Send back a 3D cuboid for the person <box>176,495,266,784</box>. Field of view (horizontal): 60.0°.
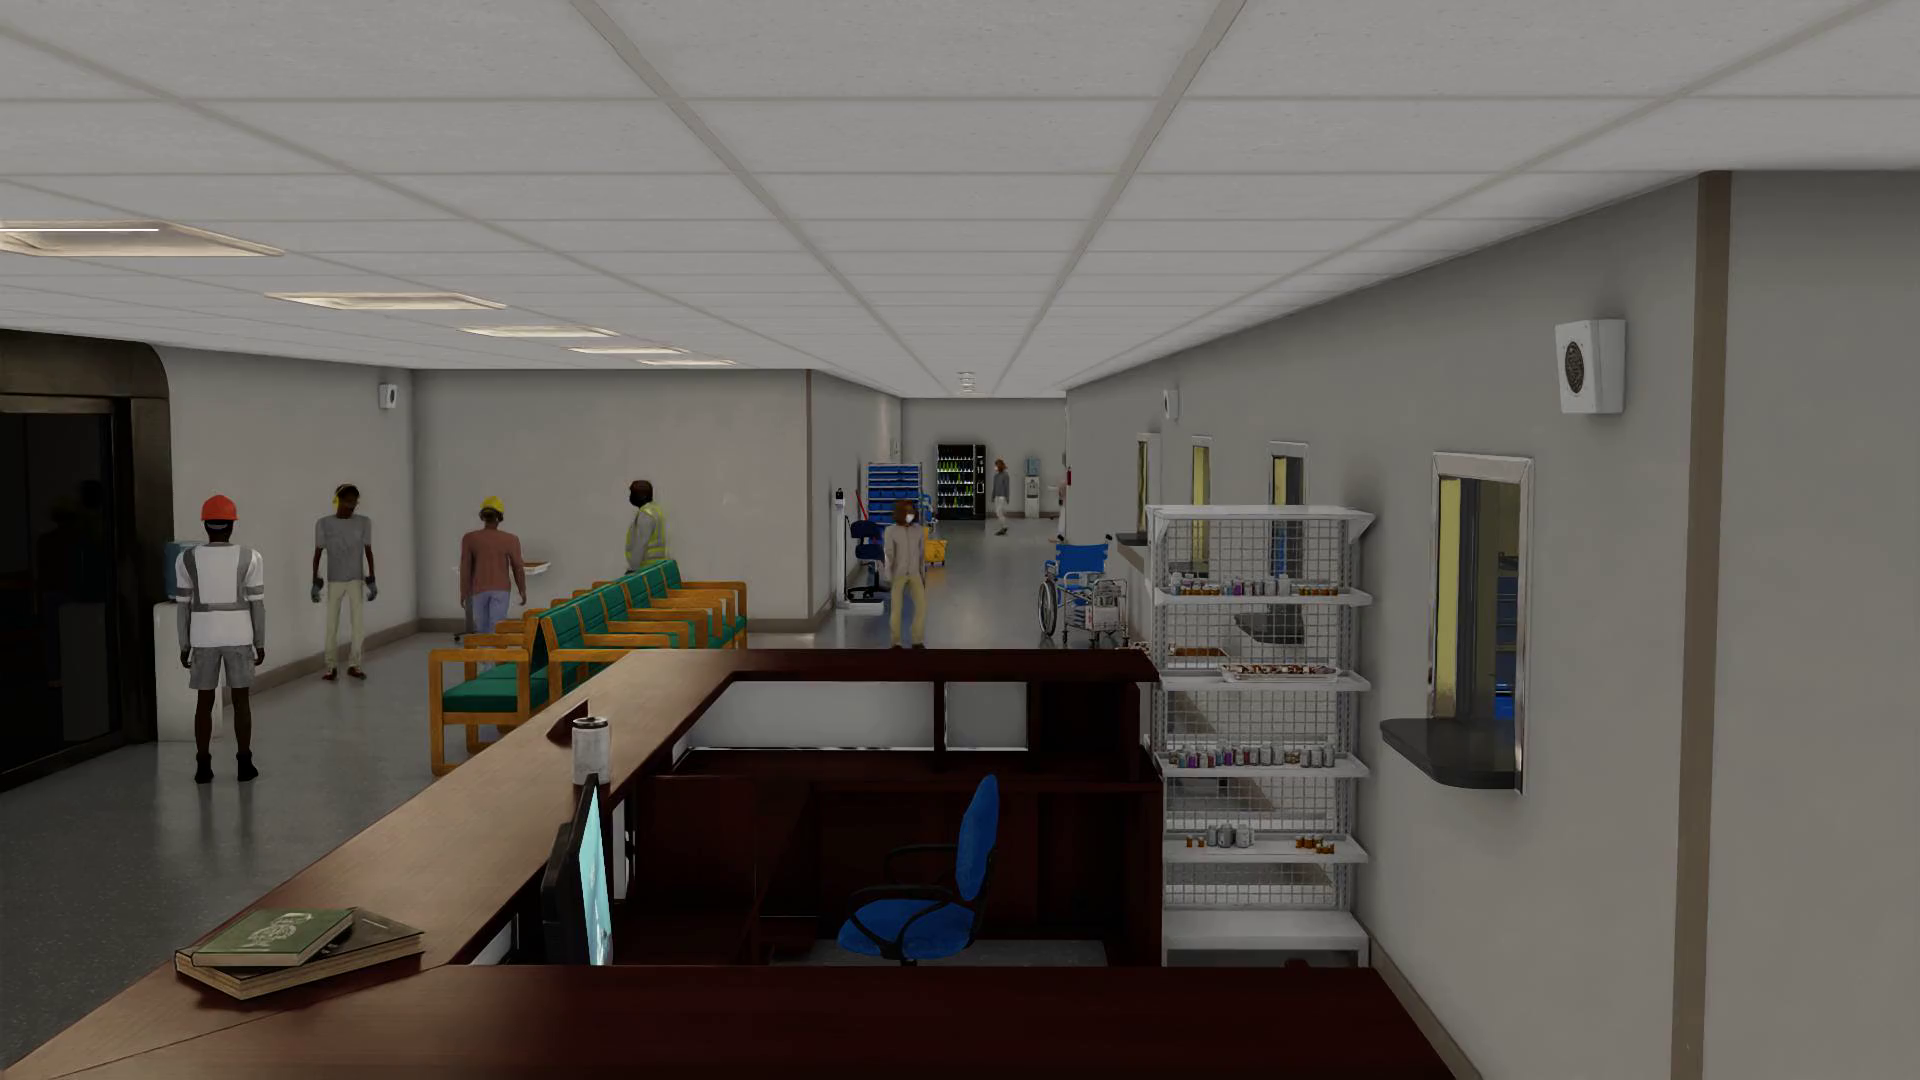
[{"bbox_3d":[-4.952,0.663,11.171,0.547,1.933,0.384,-1,4,-16],"label":"person"}]

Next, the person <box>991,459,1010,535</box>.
[{"bbox_3d":[0.839,-0.891,35.108,0.370,1.617,0.520,-3,5,-32],"label":"person"}]

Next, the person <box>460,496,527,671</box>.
[{"bbox_3d":[-4.249,0.468,15.227,0.555,1.723,0.859,0,4,0],"label":"person"}]

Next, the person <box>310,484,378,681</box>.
[{"bbox_3d":[-5.745,0.396,15.494,0.599,1.847,0.411,-2,4,-24],"label":"person"}]

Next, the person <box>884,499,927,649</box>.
[{"bbox_3d":[-0.528,0.393,17.084,0.519,1.618,0.591,-2,5,-30],"label":"person"}]
